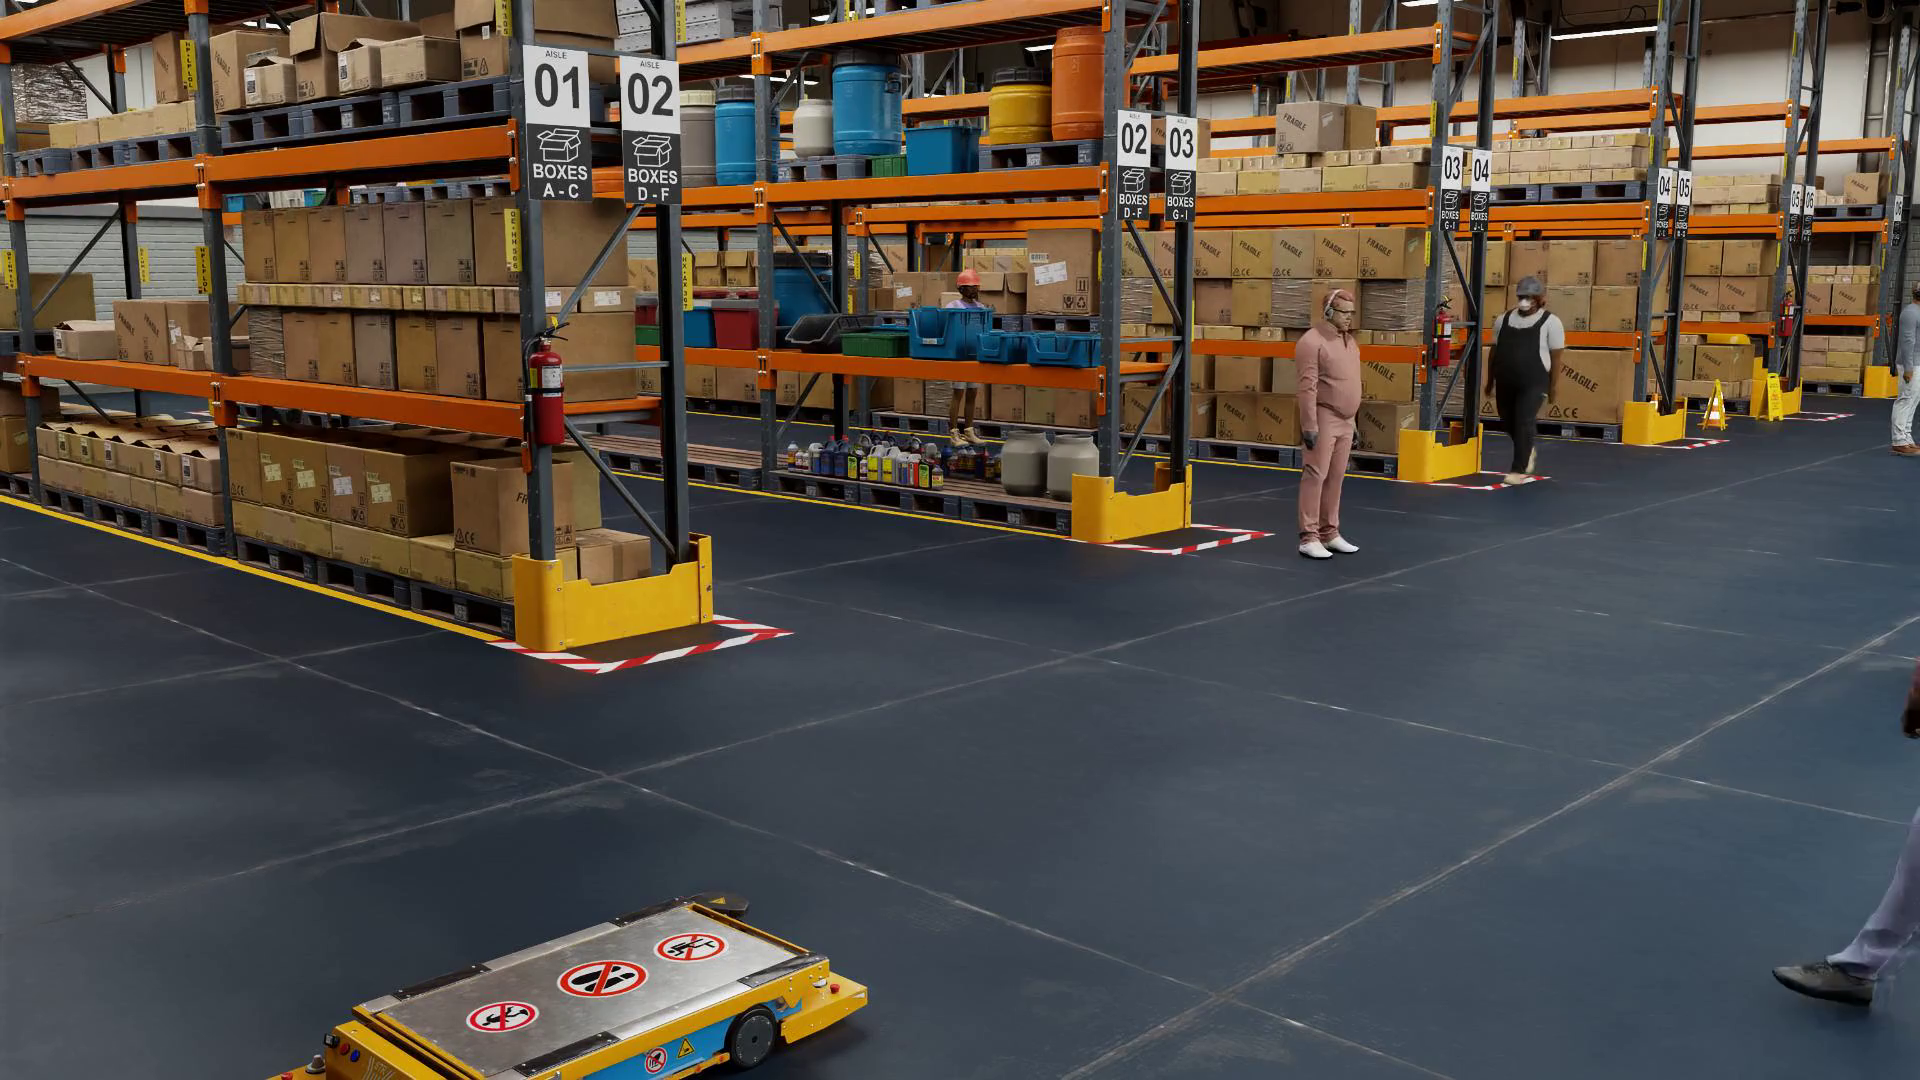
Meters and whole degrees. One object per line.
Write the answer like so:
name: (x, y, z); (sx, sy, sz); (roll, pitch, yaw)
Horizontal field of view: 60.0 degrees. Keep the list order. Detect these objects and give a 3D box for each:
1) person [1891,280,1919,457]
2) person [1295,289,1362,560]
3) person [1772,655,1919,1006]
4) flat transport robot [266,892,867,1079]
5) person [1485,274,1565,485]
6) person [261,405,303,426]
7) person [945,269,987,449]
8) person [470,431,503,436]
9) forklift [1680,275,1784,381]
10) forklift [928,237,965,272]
person: (10.561, -1.908, 18.394); (0.373, 1.940, 0.629); (9, 13, 43)
person: (2.664, -0.830, 11.903); (0.403, 1.904, 0.648); (9, 13, 43)
person: (2.800, 0.463, 4.538); (0.924, 1.715, 0.545); (2, 10, 14)
flat transport robot: (-0.980, 1.246, 4.283); (0.652, 0.197, 1.431); (9, 13, 43)
person: (5.501, -1.574, 16.160); (0.905, 2.000, 0.684); (-9, 13, -44)
person: (-7.376, -1.785, 18.000); (0.608, 1.826, 0.536); (7, 12, 37)
person: (0.094, -2.085, 19.160); (0.374, 2.044, 0.606); (9, 13, 43)
person: (-4.240, -1.192, 14.934); (0.284, 1.633, 0.497); (9, 13, 43)
forklift: (12.480, -3.427, 27.053); (1.214, 2.155, 2.313); (9, 13, 43)
forklift: (-0.326, -5.817, 39.609); (1.129, 2.768, 1.873); (9, 13, 43)
